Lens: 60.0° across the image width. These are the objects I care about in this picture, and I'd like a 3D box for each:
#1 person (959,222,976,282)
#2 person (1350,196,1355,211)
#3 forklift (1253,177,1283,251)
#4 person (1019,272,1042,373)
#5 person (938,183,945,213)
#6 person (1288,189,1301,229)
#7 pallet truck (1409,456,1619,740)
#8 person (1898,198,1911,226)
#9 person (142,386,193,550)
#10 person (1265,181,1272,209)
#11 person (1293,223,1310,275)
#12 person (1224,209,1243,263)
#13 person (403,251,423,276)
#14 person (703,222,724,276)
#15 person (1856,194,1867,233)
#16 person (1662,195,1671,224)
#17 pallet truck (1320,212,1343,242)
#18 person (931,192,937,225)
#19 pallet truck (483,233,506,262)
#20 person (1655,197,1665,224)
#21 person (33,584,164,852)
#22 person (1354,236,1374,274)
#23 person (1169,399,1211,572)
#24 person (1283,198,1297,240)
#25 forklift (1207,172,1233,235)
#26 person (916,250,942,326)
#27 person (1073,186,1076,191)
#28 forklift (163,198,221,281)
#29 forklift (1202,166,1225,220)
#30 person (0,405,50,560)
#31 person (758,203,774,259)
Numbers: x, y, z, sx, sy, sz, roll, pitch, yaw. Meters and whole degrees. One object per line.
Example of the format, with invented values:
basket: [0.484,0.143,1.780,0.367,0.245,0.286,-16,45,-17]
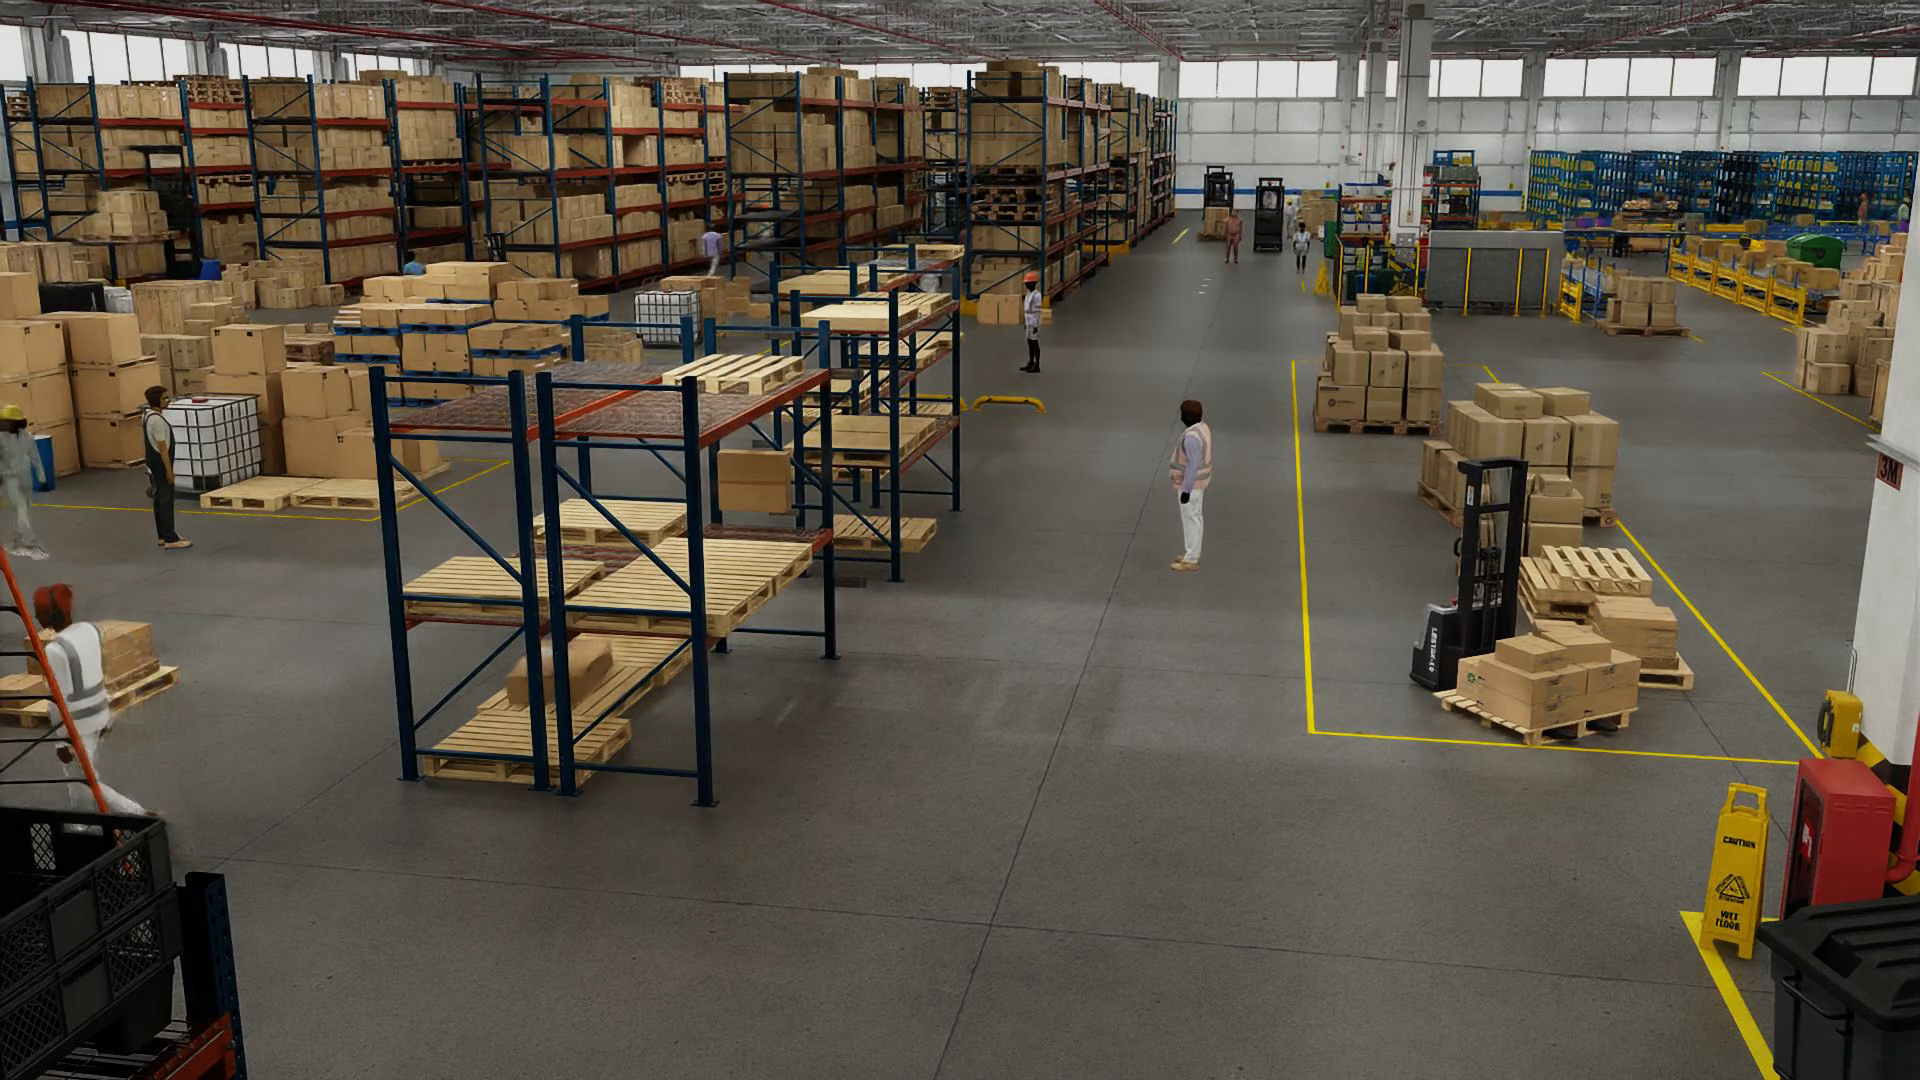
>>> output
person: [0.278,-8.892,51.308,0.410,1.909,0.643,-12,19,-41]
person: [20.672,-17.786,87.782,0.485,1.734,0.349,-9,17,-33]
forklift: [12.083,-12.747,64.956,1.129,2.768,1.873,3,14,10]
person: [1.385,-4.218,32.268,0.354,1.939,0.545,-5,15,-20]
person: [-1.110,-19.343,94.126,0.367,1.711,0.605,2,14,10]
person: [15.882,-15.746,79.130,0.657,1.913,0.643,4,14,14]
pallet truck: [4.504,0.400,13.395,0.823,1.965,1.885,-6,15,-23]
person: [40.494,-13.732,71.175,0.750,1.797,0.631,3,14,12]
person: [-8.920,-0.814,18.638,0.346,1.846,0.506,-11,17,-37]
person: [17.095,-18.922,91.967,0.552,1.937,0.356,-12,18,-40]
person: [11.188,-9.551,54.513,0.544,1.655,0.875,3,14,11]
person: [9.674,-10.775,58.956,0.651,1.907,0.409,2,14,9]
person: [-13.739,-6.409,41.710,0.763,1.661,0.540,7,15,26]
person: [-7.454,-8.595,50.096,0.637,1.920,0.827,5,15,20]
person: [38.496,-13.764,70.943,0.513,1.973,0.636,6,15,21]
person: [30.684,-14.035,72.260,0.860,1.869,0.672,11,18,37]
pallet truck: [15.874,-13.227,70.310,0.680,1.201,1.601,10,17,35]
person: [-1.322,-16.501,82.378,0.403,1.822,0.588,2,14,8]
pallet truck: [-11.832,-7.026,43.548,1.885,1.965,0.823,8,16,28]
person: [30.164,-13.900,71.864,0.942,1.801,0.607,9,17,33]
person: [-5.542,1.166,10.593,0.797,1.858,0.585,1,14,2]
person: [11.380,-7.709,46.932,0.542,1.697,0.316,8,16,31]
person: [2.445,-0.586,17.723,0.429,1.840,0.635,4,14,17]
person: [14.184,-13.822,71.567,0.623,1.783,0.911,1,14,5]
forklift: [11.561,-14.877,73.603,1.129,2.768,1.873,3,14,10]
person: [-0.748,-6.108,39.972,0.664,1.927,0.516,-2,14,-10]
person: [5.808,-16.836,83.596,0.647,1.892,0.480,0,14,2]
forklift: [-21.319,-7.972,45.570,1.129,2.768,1.873,3,14,10]
forklift: [13.300,-18.121,86.777,1.129,2.768,1.873,3,14,10]
person: [-10.194,-0.623,18.131,0.831,1.704,0.504,6,15,24]
person: [-6.992,-11.301,60.903,0.976,2.004,0.614,-2,14,-9]
